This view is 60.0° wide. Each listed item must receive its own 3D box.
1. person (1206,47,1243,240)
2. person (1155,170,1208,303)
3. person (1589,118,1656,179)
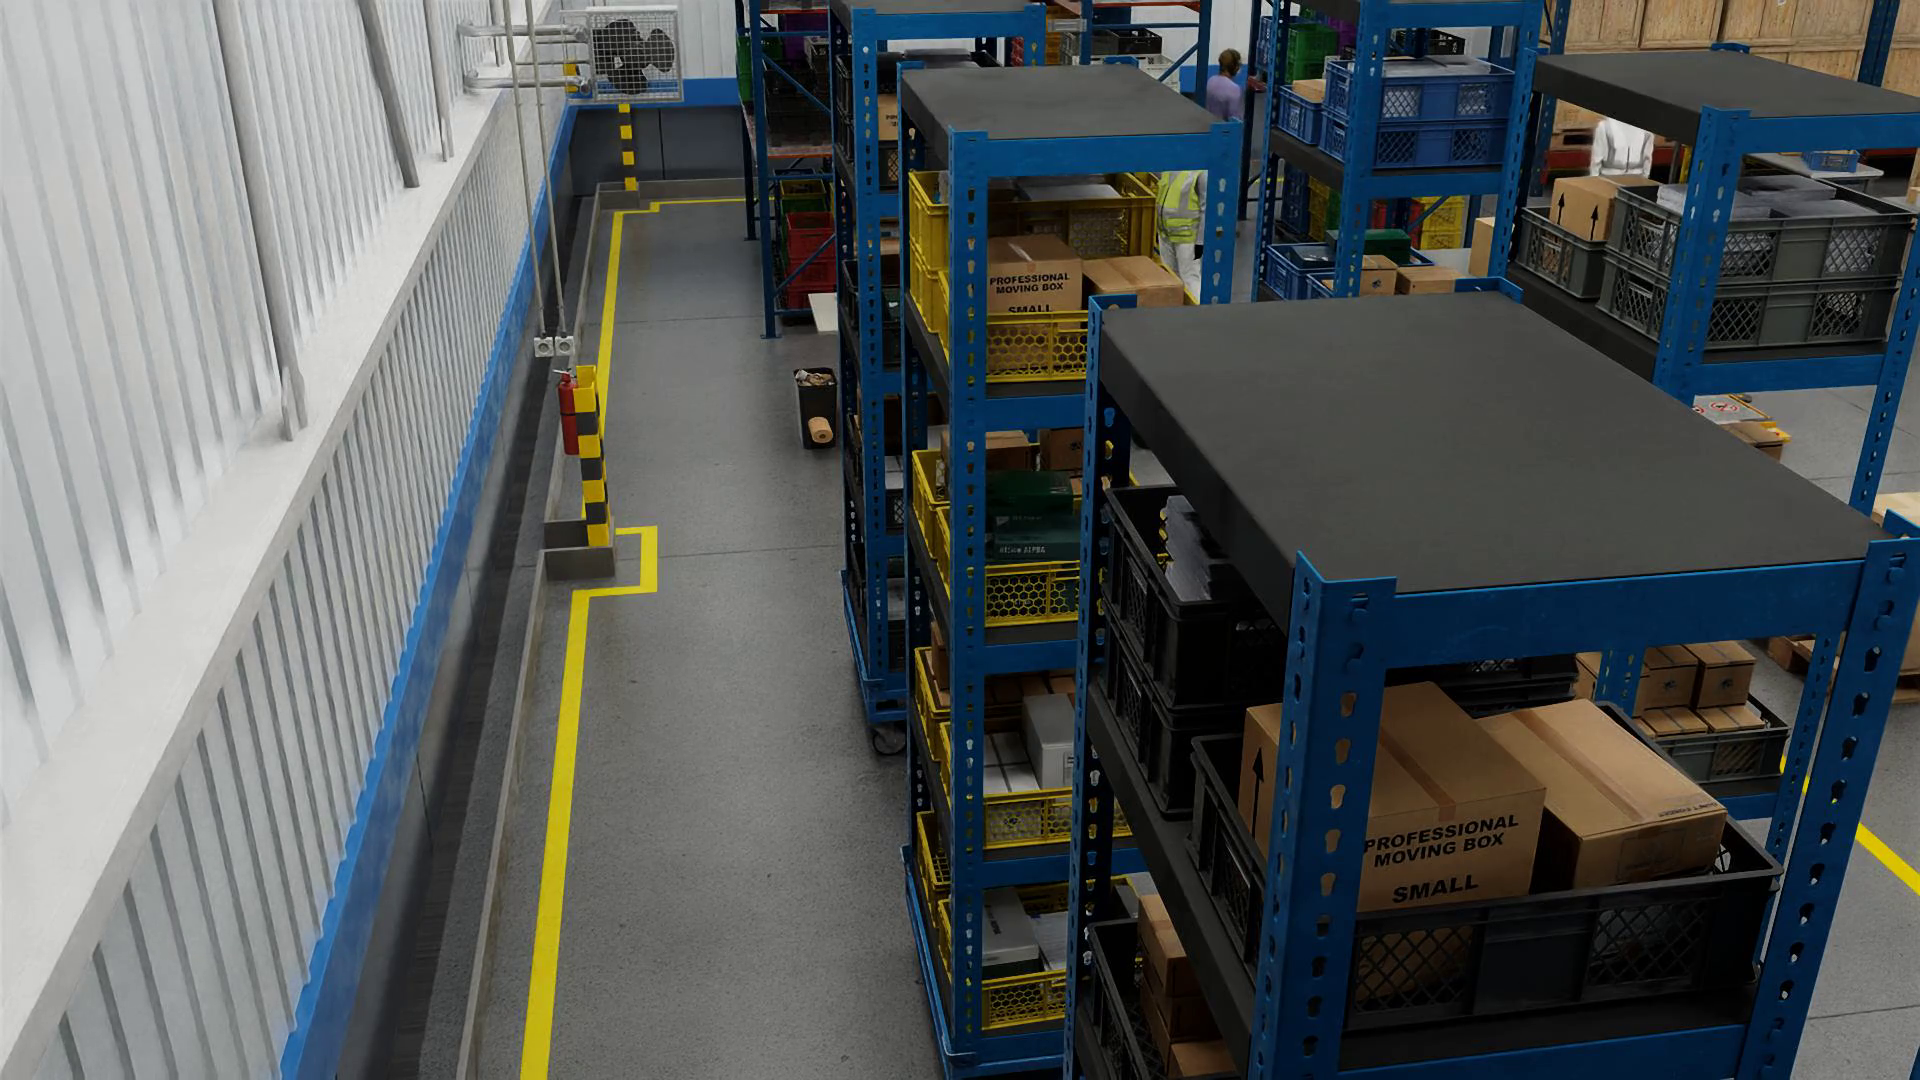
[{"bbox_3d":[2.696,-4.082,17.159,0.352,1.937,0.635,-10,26,-20],"label":"person"},{"bbox_3d":[1.847,-2.567,13.980,0.429,1.842,0.634,-14,28,-28],"label":"person"},{"bbox_3d":[6.109,-3.254,15.430,0.598,1.883,0.403,0,25,0],"label":"person"}]
